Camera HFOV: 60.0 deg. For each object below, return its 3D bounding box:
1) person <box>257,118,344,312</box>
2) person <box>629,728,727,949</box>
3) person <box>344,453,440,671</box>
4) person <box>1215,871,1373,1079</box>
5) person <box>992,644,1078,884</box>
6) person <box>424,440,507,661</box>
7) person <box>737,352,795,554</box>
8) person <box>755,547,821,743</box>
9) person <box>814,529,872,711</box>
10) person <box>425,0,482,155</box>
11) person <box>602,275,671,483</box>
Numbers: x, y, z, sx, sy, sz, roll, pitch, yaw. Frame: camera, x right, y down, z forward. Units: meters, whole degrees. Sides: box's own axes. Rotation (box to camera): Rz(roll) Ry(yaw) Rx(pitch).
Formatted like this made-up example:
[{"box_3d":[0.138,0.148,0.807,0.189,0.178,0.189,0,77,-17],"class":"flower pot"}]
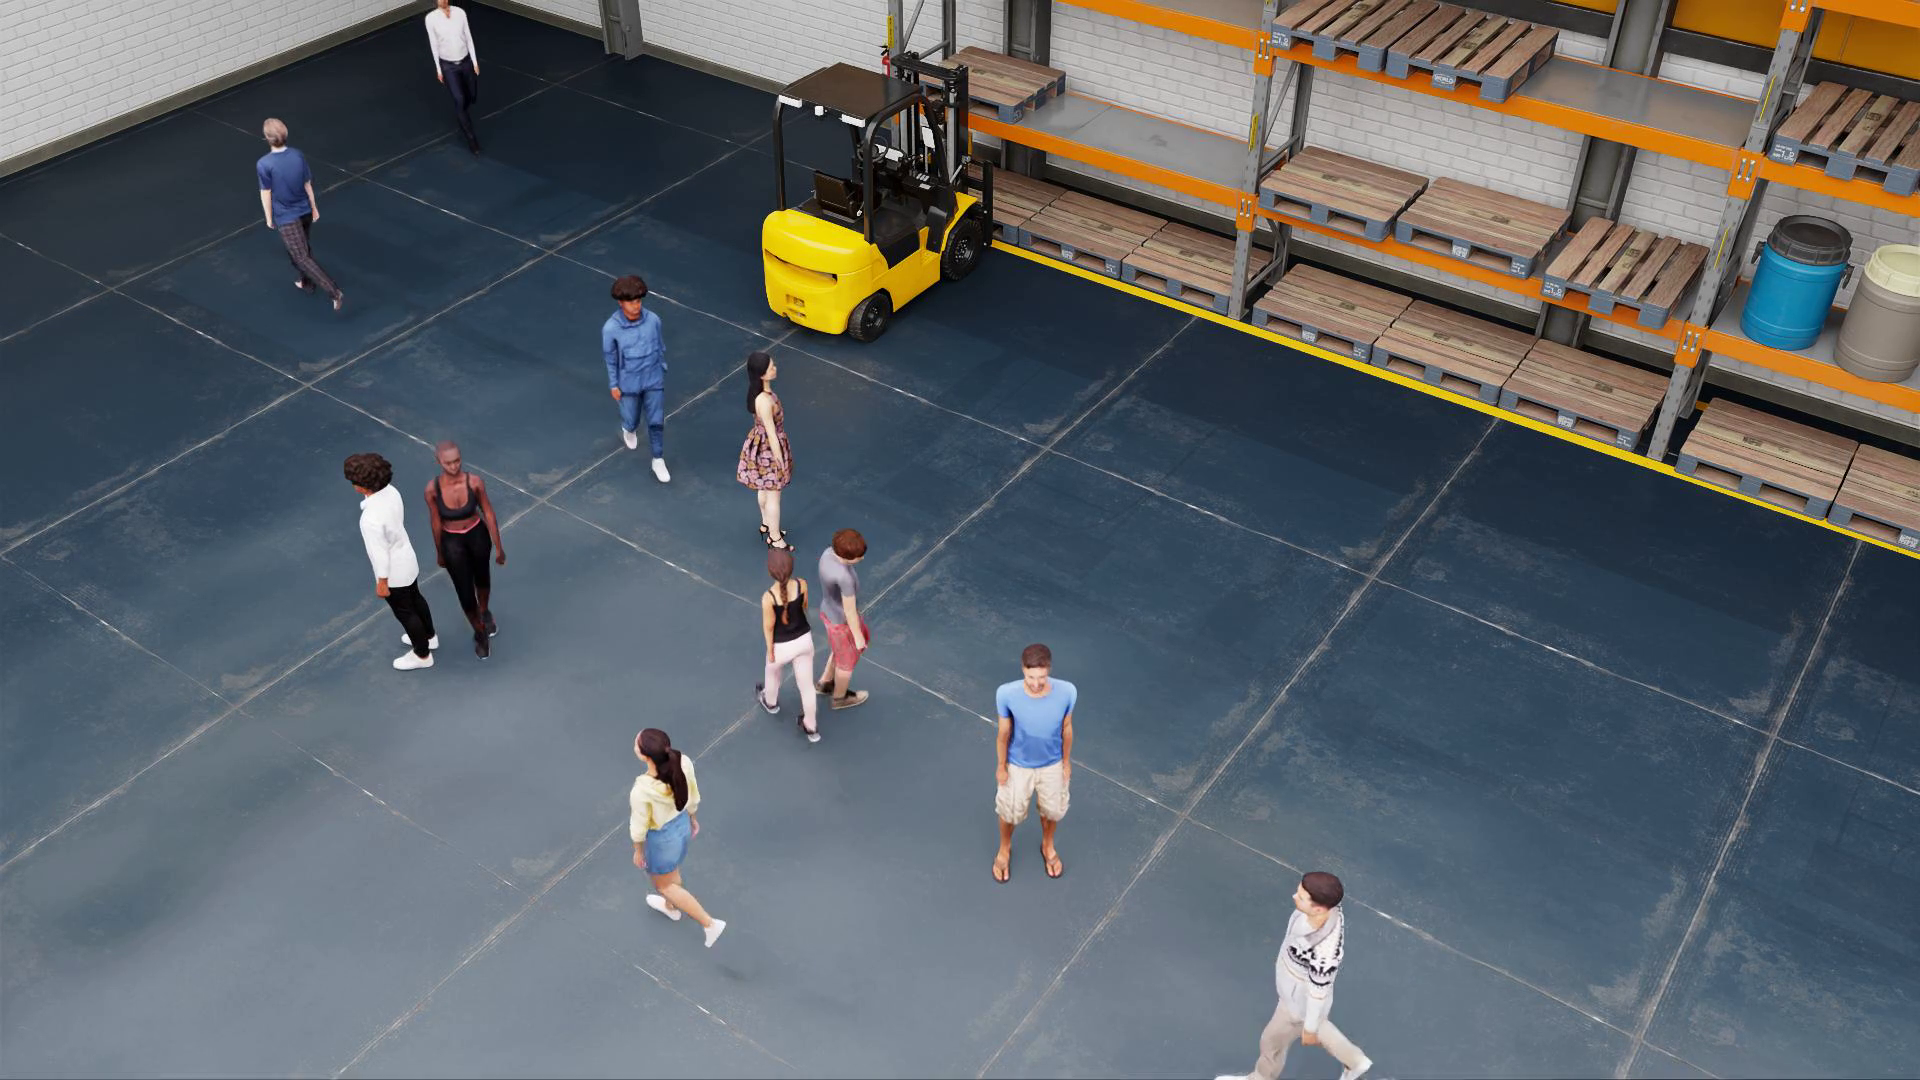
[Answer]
[{"box_3d":[-6.163,-2.991,15.540,1.100,1.834,0.654,23,44,26],"class":"person"},{"box_3d":[-1.669,1.769,9.751,0.903,1.619,0.638,24,44,27],"class":"person"},{"box_3d":[-3.960,0.149,11.629,0.732,1.808,0.715,0,39,0],"class":"person"},{"box_3d":[1.899,2.392,8.797,1.161,1.837,0.934,8,39,10],"class":"person"},{"box_3d":[0.449,1.329,10.107,0.707,1.862,0.787,-3,39,-4],"class":"person"},{"box_3d":[-3.546,-0.030,11.903,0.830,1.746,0.928,-16,41,-19],"class":"person"},{"box_3d":[-1.451,-0.665,12.675,0.862,1.775,0.788,-12,40,-15],"class":"person"},{"box_3d":[-1.098,0.739,11.109,0.750,1.535,0.946,-18,42,-22],"class":"person"},{"box_3d":[-0.873,0.567,11.258,0.846,1.618,0.780,-16,41,-19],"class":"person"},{"box_3d":[-5.591,-5.285,18.409,0.942,1.837,1.213,-20,43,-23],"class":"person"},{"box_3d":[-2.640,-1.353,13.520,0.939,1.795,1.072,-17,42,-20],"class":"person"}]
